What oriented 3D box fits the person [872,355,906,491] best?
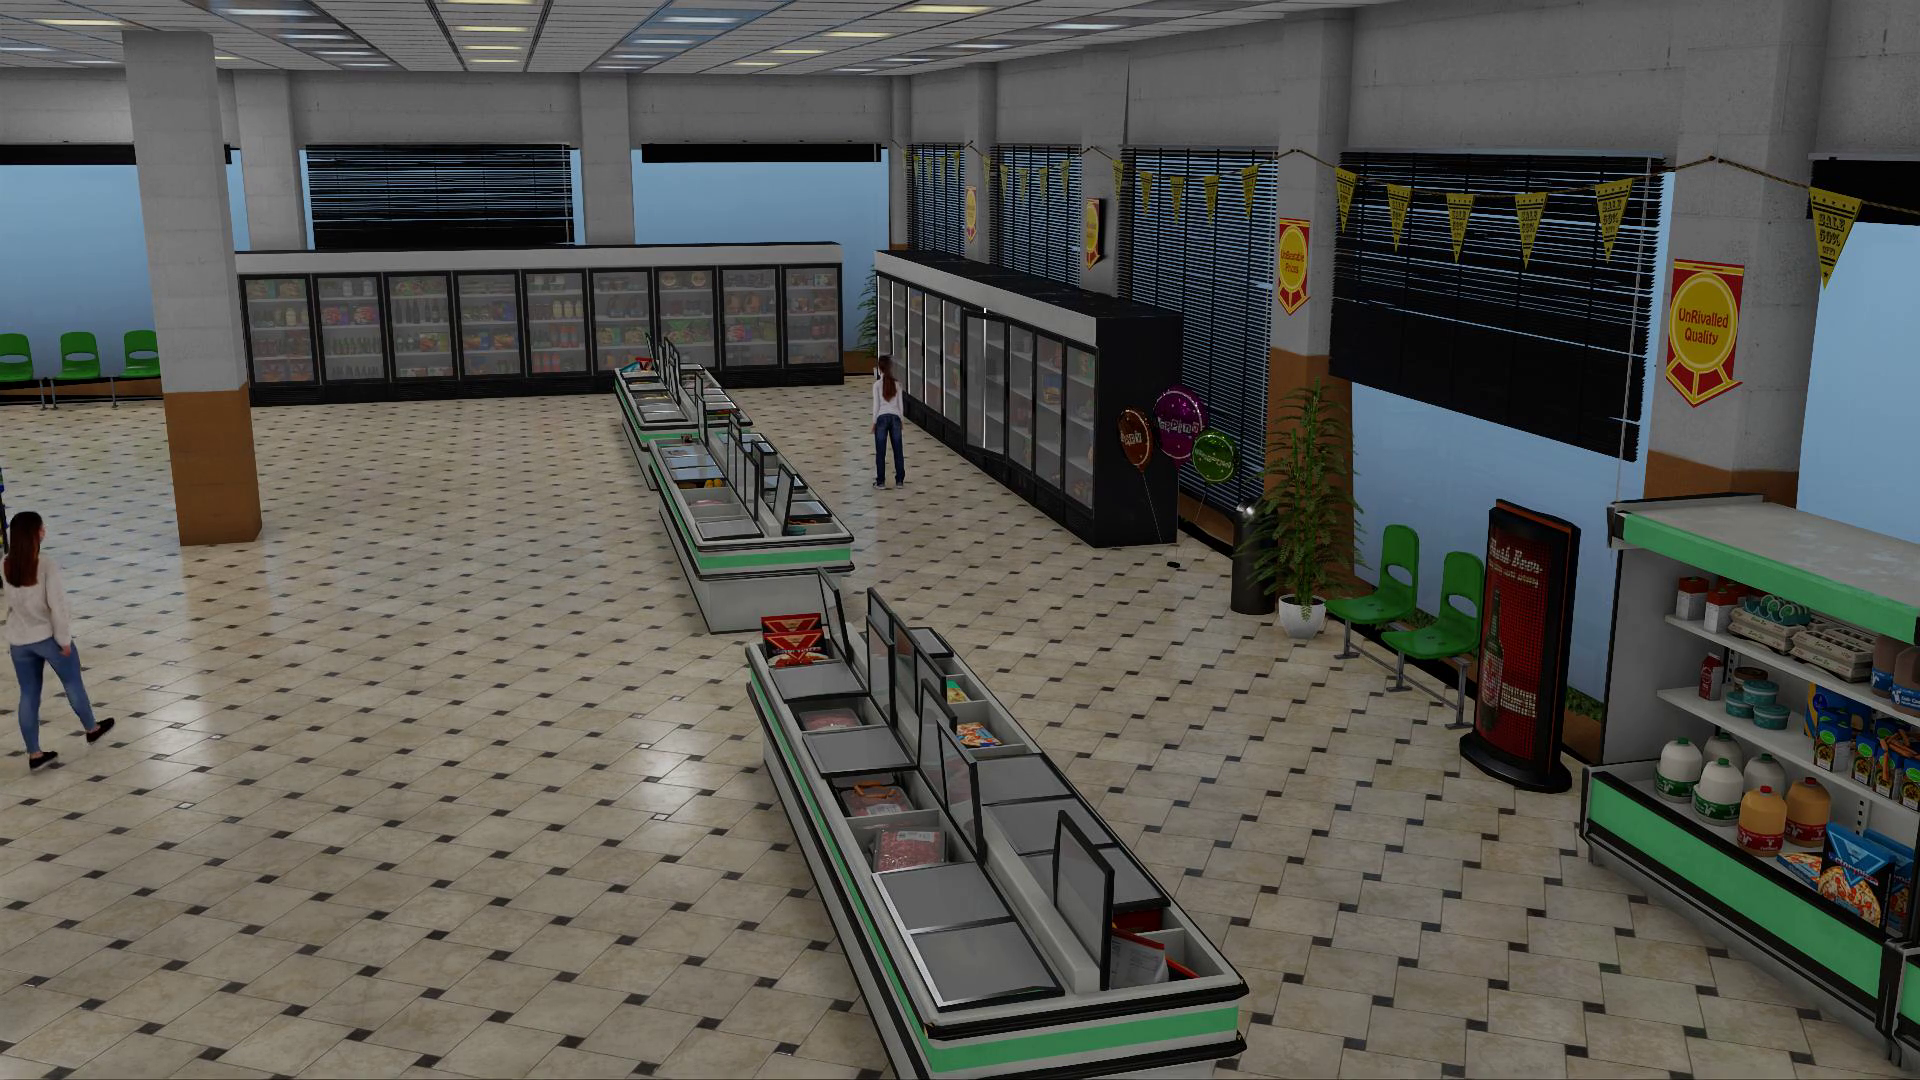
[{"bbox_3d":[-0.843,-1.371,19.338,0.523,1.557,0.492,-4,14,-15],"label":"person"}]

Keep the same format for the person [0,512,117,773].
[{"bbox_3d":[-5.955,0.677,10.667,0.863,1.664,1.053,2,14,7],"label":"person"}]
